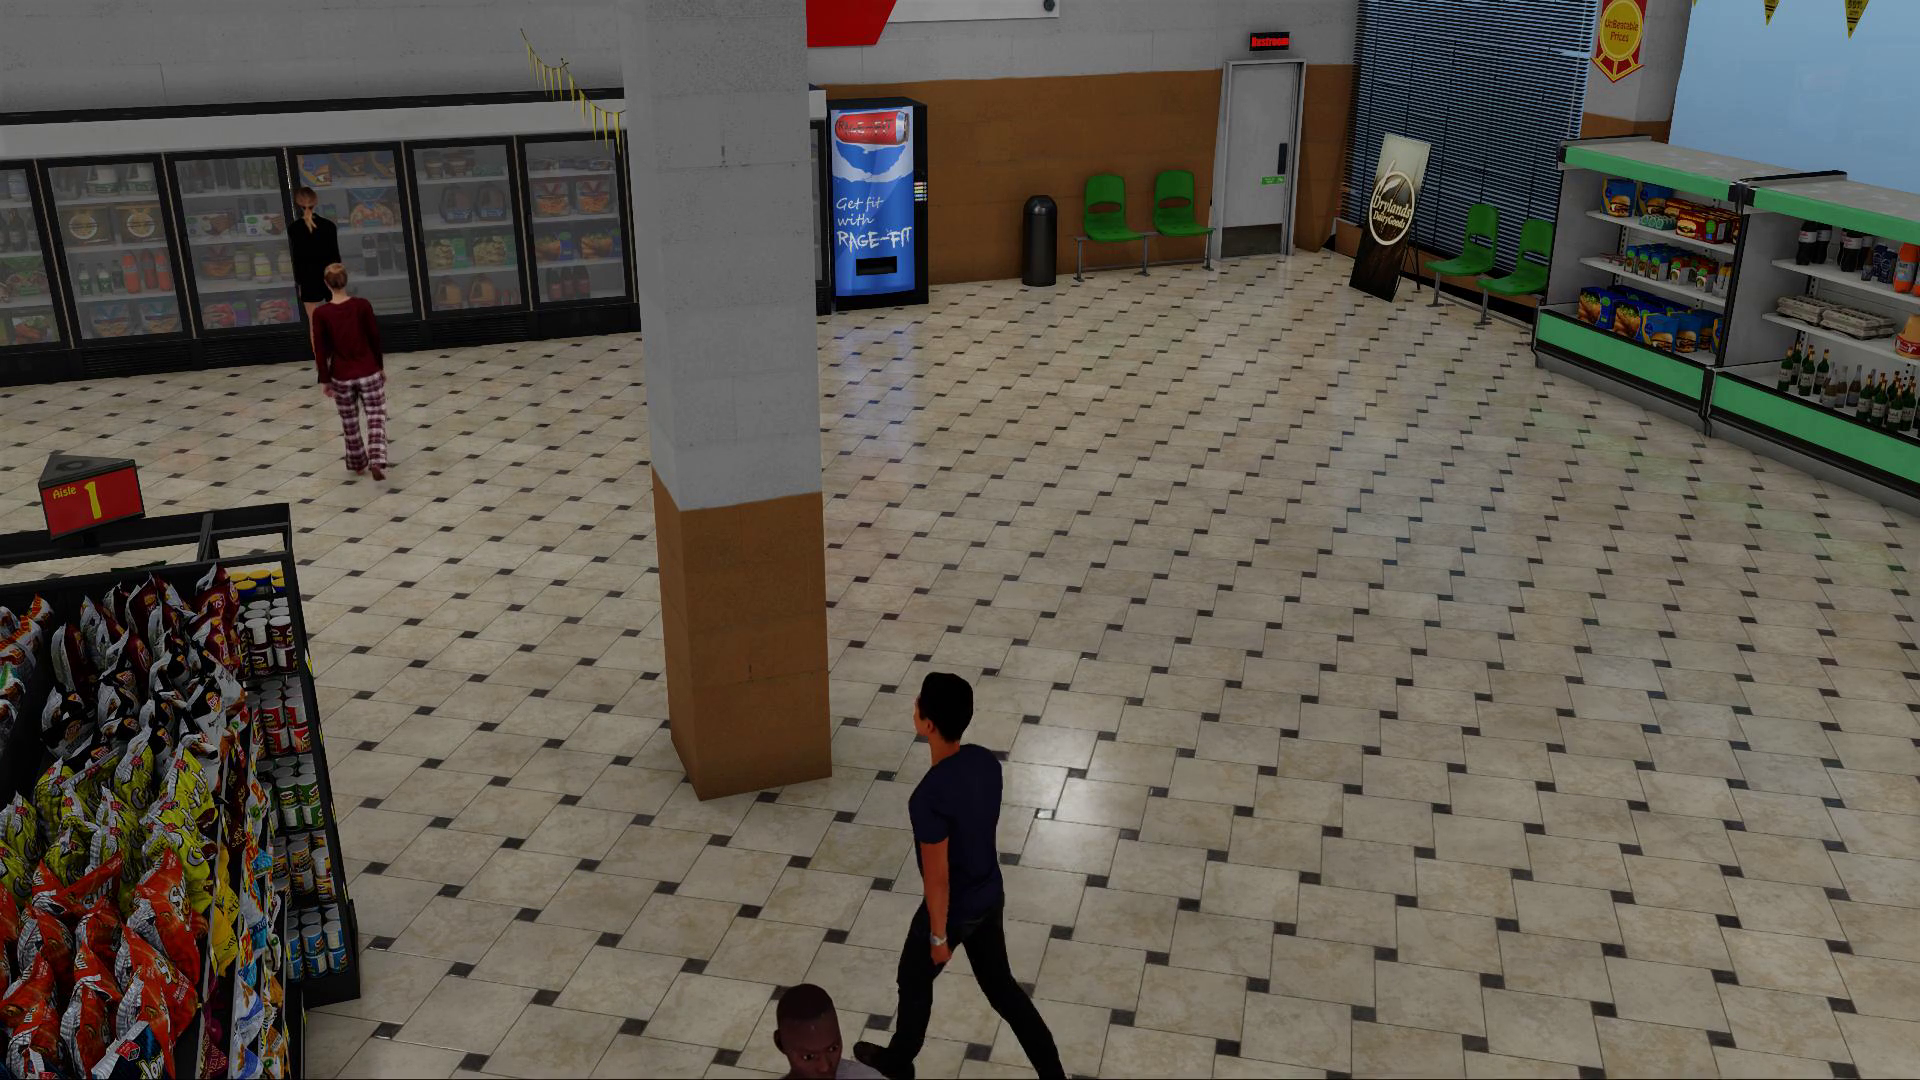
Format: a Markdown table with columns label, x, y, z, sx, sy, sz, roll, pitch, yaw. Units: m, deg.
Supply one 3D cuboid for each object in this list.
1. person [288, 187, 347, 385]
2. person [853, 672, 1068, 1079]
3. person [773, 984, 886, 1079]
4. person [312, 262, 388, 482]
| label | x | y | z | sx | sy | sz | roll | pitch | yaw |
| --- | --- | --- | --- | --- | --- | --- | --- | --- | --- |
| person | -5.718 | -2.272 | 14.875 | 0.585 | 1.769 | 0.535 | -11 | 24 | -25 |
| person | 0.085 | 1.336 | 5.921 | 1.263 | 1.749 | 1.107 | 15 | 26 | 32 |
| person | -0.377 | 1.923 | 4.431 | 0.655 | 1.771 | 0.599 | -14 | 26 | -30 |
| person | -4.491 | -1.230 | 12.393 | 0.632 | 1.684 | 0.866 | -9 | 24 | -21 |
